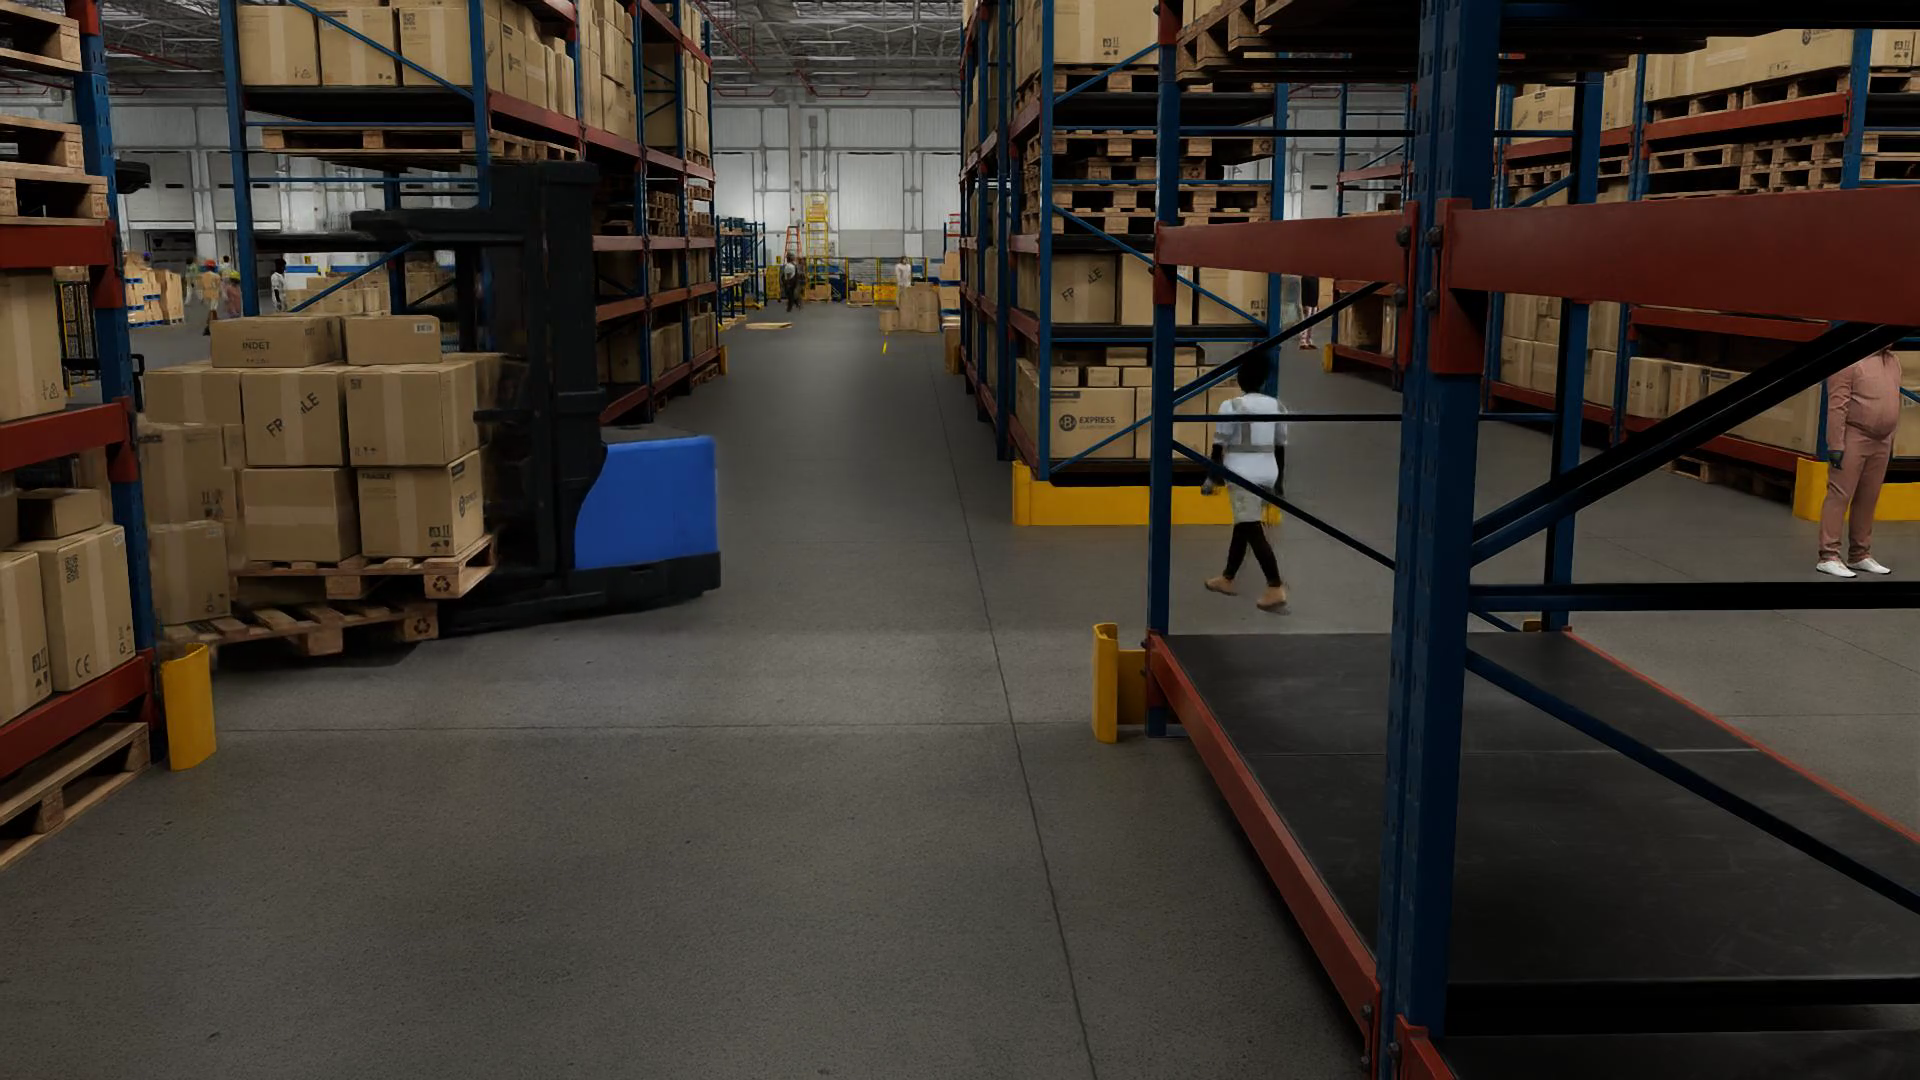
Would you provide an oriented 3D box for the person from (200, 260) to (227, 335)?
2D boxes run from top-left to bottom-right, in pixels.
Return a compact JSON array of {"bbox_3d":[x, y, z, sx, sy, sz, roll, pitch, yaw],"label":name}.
[{"bbox_3d":[-18.888,-6.135,42.084,0.569,1.880,1.011,2,10,13],"label":"person"}]

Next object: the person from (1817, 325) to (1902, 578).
[{"bbox_3d":[6.352,-0.684,11.677,0.642,1.900,0.400,-5,11,-24],"label":"person"}]

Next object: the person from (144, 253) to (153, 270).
[{"bbox_3d":[-32.018,-10.350,65.548,1.018,1.900,0.606,0,10,-3],"label":"person"}]

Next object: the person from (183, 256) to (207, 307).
[{"bbox_3d":[-27.718,-9.342,60.148,0.848,1.819,0.628,-1,10,-4],"label":"person"}]

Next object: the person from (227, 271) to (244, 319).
[{"bbox_3d":[-15.041,-4.729,34.702,0.902,1.720,0.545,1,10,8],"label":"person"}]

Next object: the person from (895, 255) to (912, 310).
[{"bbox_3d":[-1.892,-8.592,55.769,0.644,1.894,0.970,-7,12,-32],"label":"person"}]

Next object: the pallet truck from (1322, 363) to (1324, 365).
[{"bbox_3d":[7.712,-4.157,30.737,1.885,1.965,0.823,3,11,16],"label":"pallet truck"}]

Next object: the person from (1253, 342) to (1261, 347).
[{"bbox_3d":[6.359,-4.791,35.114,0.379,1.681,0.558,-4,11,-21],"label":"person"}]

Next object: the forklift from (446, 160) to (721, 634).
[{"bbox_3d":[-2.596,-0.980,10.577,1.873,2.768,1.129,-8,13,-37],"label":"forklift"}]

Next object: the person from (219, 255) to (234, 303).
[{"bbox_3d":[-26.902,-9.516,60.990,0.556,1.851,0.428,-5,11,-25],"label":"person"}]

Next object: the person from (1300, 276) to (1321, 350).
[{"bbox_3d":[7.636,-5.109,36.105,0.407,1.988,0.658,9,14,42],"label":"person"}]

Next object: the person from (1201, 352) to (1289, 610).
[{"bbox_3d":[1.879,-0.390,10.736,0.534,1.652,0.877,-7,12,-34],"label":"person"}]

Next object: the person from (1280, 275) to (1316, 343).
[{"bbox_3d":[7.705,-5.484,38.421,0.991,1.902,0.645,3,11,17],"label":"person"}]

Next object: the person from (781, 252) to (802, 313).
[{"bbox_3d":[-5.545,-8.484,54.721,0.698,2.000,0.692,3,11,19],"label":"person"}]

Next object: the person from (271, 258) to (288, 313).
[{"bbox_3d":[-15.726,-5.534,38.506,0.368,1.962,0.603,-2,10,-10],"label":"person"}]
